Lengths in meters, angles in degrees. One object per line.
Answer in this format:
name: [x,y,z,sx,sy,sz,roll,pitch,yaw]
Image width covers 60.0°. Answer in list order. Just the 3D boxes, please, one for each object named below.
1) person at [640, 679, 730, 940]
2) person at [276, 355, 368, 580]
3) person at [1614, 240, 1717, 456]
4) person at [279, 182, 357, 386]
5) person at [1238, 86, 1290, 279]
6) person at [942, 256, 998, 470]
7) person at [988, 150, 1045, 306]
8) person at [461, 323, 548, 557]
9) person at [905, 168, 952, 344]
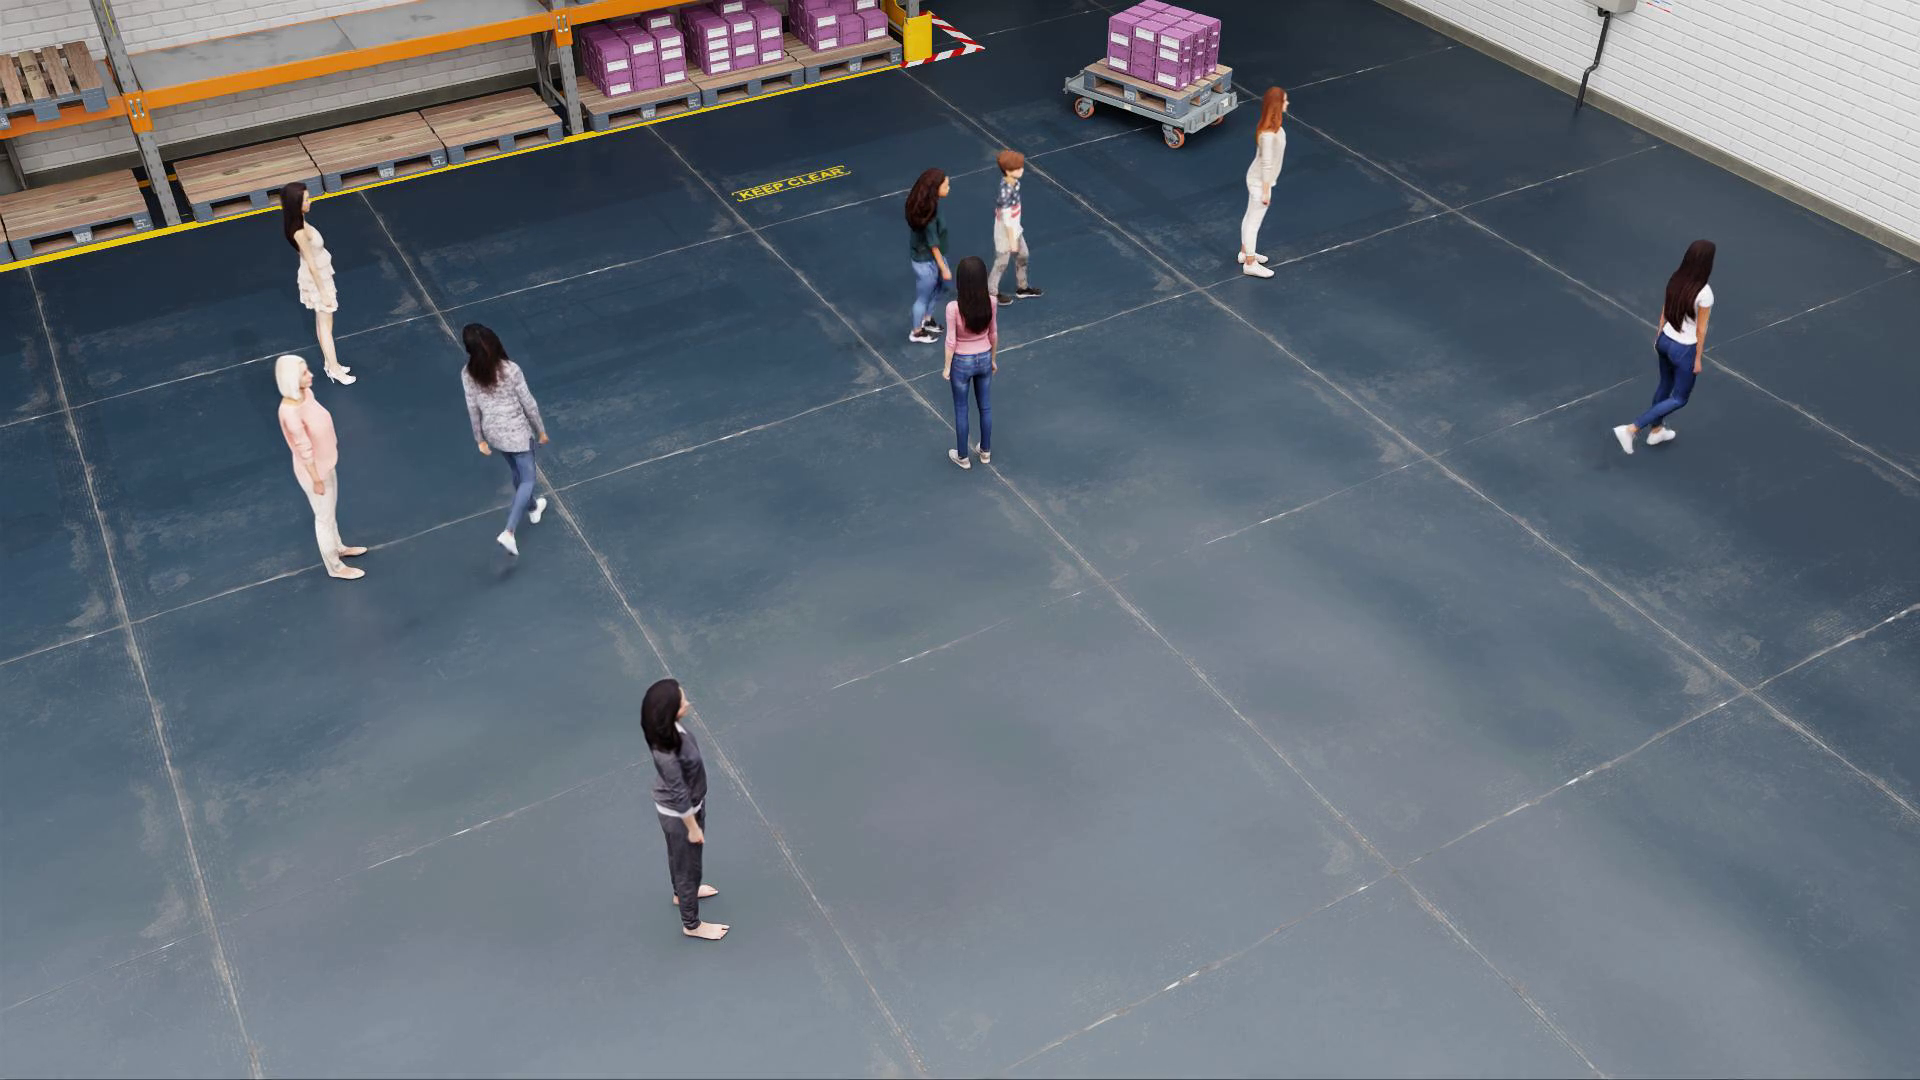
person: [-1.490,1.416,8.821,0.577,1.765,0.631,-11,40,-14]
person: [-4.365,-0.510,11.266,0.636,1.725,0.663,-6,39,-7]
person: [5.271,-1.381,12.326,0.971,1.762,0.757,-11,40,-13]
person: [-5.095,-2.016,13.140,0.527,1.739,0.578,-18,42,-21]
person: [2.637,-3.150,14.590,0.732,1.700,0.690,5,39,6]
person: [0.080,-1.307,12.249,0.483,1.742,0.665,-14,41,-17]
person: [0.344,-2.658,14.196,0.829,1.423,0.753,6,39,7]
person: [-3.158,-0.672,11.490,1.074,1.697,1.103,9,40,11]
person: [-0.348,-2.296,13.601,0.745,1.600,0.706,-2,39,-3]
